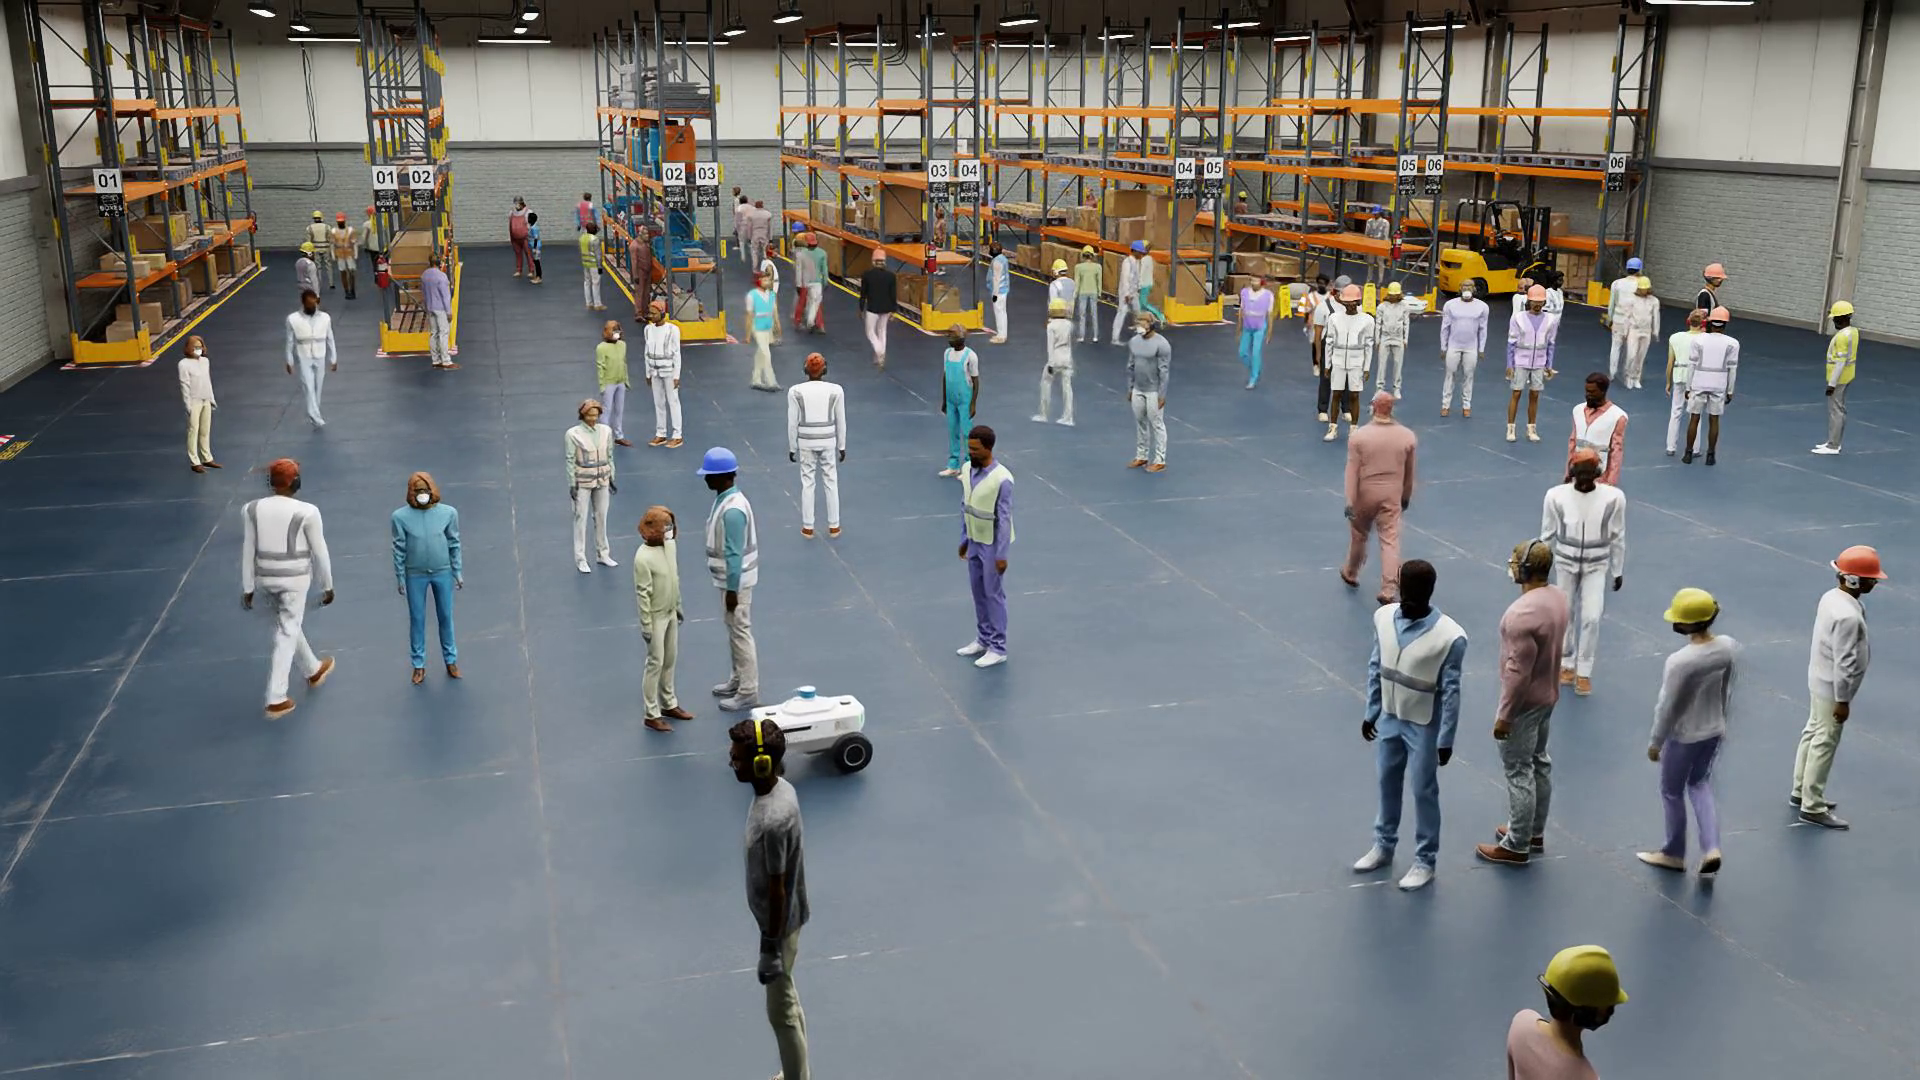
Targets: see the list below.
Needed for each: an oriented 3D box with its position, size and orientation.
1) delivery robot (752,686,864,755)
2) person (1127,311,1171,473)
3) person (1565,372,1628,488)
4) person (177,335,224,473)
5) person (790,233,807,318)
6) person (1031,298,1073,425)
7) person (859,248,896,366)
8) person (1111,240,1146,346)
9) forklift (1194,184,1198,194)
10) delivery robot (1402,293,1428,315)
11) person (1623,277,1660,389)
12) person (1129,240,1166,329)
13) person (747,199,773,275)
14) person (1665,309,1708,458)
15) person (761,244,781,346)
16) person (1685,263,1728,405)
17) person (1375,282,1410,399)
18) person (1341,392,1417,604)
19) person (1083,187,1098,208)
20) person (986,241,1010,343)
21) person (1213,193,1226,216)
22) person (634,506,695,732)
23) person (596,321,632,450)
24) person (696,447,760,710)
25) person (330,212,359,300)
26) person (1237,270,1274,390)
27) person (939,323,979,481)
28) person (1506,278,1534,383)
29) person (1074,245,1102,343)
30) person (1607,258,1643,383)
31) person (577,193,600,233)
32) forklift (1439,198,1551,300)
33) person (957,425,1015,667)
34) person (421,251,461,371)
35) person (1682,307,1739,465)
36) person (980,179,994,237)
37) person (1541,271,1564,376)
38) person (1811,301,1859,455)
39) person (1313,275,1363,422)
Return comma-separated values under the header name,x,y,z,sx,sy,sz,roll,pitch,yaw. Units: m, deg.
name,x,y,z,sx,sy,sz,roll,pitch,yaw
delivery robot,-1.008,1.212,11.044,0.707,0.478,0.477,-6,16,-22
person,2.234,-1.767,19.814,0.386,1.930,0.628,-12,19,-37
person,5.929,-0.628,15.566,0.409,1.908,0.597,-8,17,-26
person,-9.073,-1.626,19.837,0.279,1.633,0.497,4,15,14
person,-3.195,-5.322,33.632,0.510,1.741,0.519,-9,17,-29
person,1.284,-2.447,22.750,0.507,1.712,0.748,-14,20,-42
person,-1.336,-3.814,27.420,0.622,1.969,0.620,-5,16,-19
person,3.116,-4.465,30.028,0.524,1.906,0.773,8,17,28
forklift,7.392,-11.333,53.972,1.873,2.768,1.129,-4,15,-15
delivery robot,8.988,-4.706,33.312,0.707,0.478,0.477,7,16,26
person,10.428,-3.165,25.452,0.500,1.717,0.517,1,15,3
person,3.620,-4.878,31.894,0.696,1.719,0.561,6,16,22
person,-5.033,-7.625,41.912,0.632,1.899,0.401,-2,15,-7
person,9.026,-1.930,20.573,0.568,1.845,0.386,9,17,30
person,-3.430,-4.408,29.927,0.391,1.837,0.560,-3,15,-11
person,10.872,-2.999,24.219,0.393,2.041,0.614,8,17,28
person,6.400,-2.957,24.659,0.489,1.732,0.325,2,15,6
person,3.716,-0.394,14.789,0.667,1.854,1.016,-1,15,-4
person,3.662,-9.111,47.478,0.640,1.910,0.407,10,18,33
person,0.688,-4.524,30.373,0.432,1.837,0.631,3,15,10
person,7.972,-10.021,51.026,0.526,1.846,0.751,-12,19,-38
person,-2.097,0.545,11.688,0.294,1.623,0.507,5,16,17
person,-4.401,-1.978,21.158,0.268,1.632,0.507,10,18,33
person,-1.682,0.272,12.123,0.421,1.938,0.605,-4,15,-15
person,-13.580,-6.245,36.663,0.571,1.916,0.719,-4,15,-13
person,4.503,-3.206,25.407,0.581,1.823,0.437,11,18,36
person,-0.007,-1.606,19.358,0.509,1.842,0.329,14,20,42
person,8.791,-3.282,26.055,0.306,1.639,0.523,-4,15,-13
person,2.323,-4.479,30.324,0.527,1.765,0.329,-1,15,-5
person,10.479,-3.445,26.085,0.615,1.942,0.407,11,18,36
person,-10.384,-8.816,46.604,0.648,1.792,0.955,8,17,27
forklift,11.913,-6.508,37.130,2.313,2.155,1.214,-4,15,-15
person,0.209,0.030,13.081,0.407,1.910,0.594,-9,18,-32
person,-8.525,-3.747,27.232,0.631,1.940,0.372,11,18,36
person,9.102,-1.864,20.188,0.547,1.924,0.396,6,16,20
person,0.887,-10.668,53.278,0.546,1.939,0.375,0,15,-2
person,9.476,-3.477,26.695,0.536,1.692,0.320,-14,20,-42
person,10.956,-2.022,20.781,0.379,1.918,0.585,11,18,36
person,5.209,-2.633,22.844,0.683,2.000,0.535,-2,15,-7
